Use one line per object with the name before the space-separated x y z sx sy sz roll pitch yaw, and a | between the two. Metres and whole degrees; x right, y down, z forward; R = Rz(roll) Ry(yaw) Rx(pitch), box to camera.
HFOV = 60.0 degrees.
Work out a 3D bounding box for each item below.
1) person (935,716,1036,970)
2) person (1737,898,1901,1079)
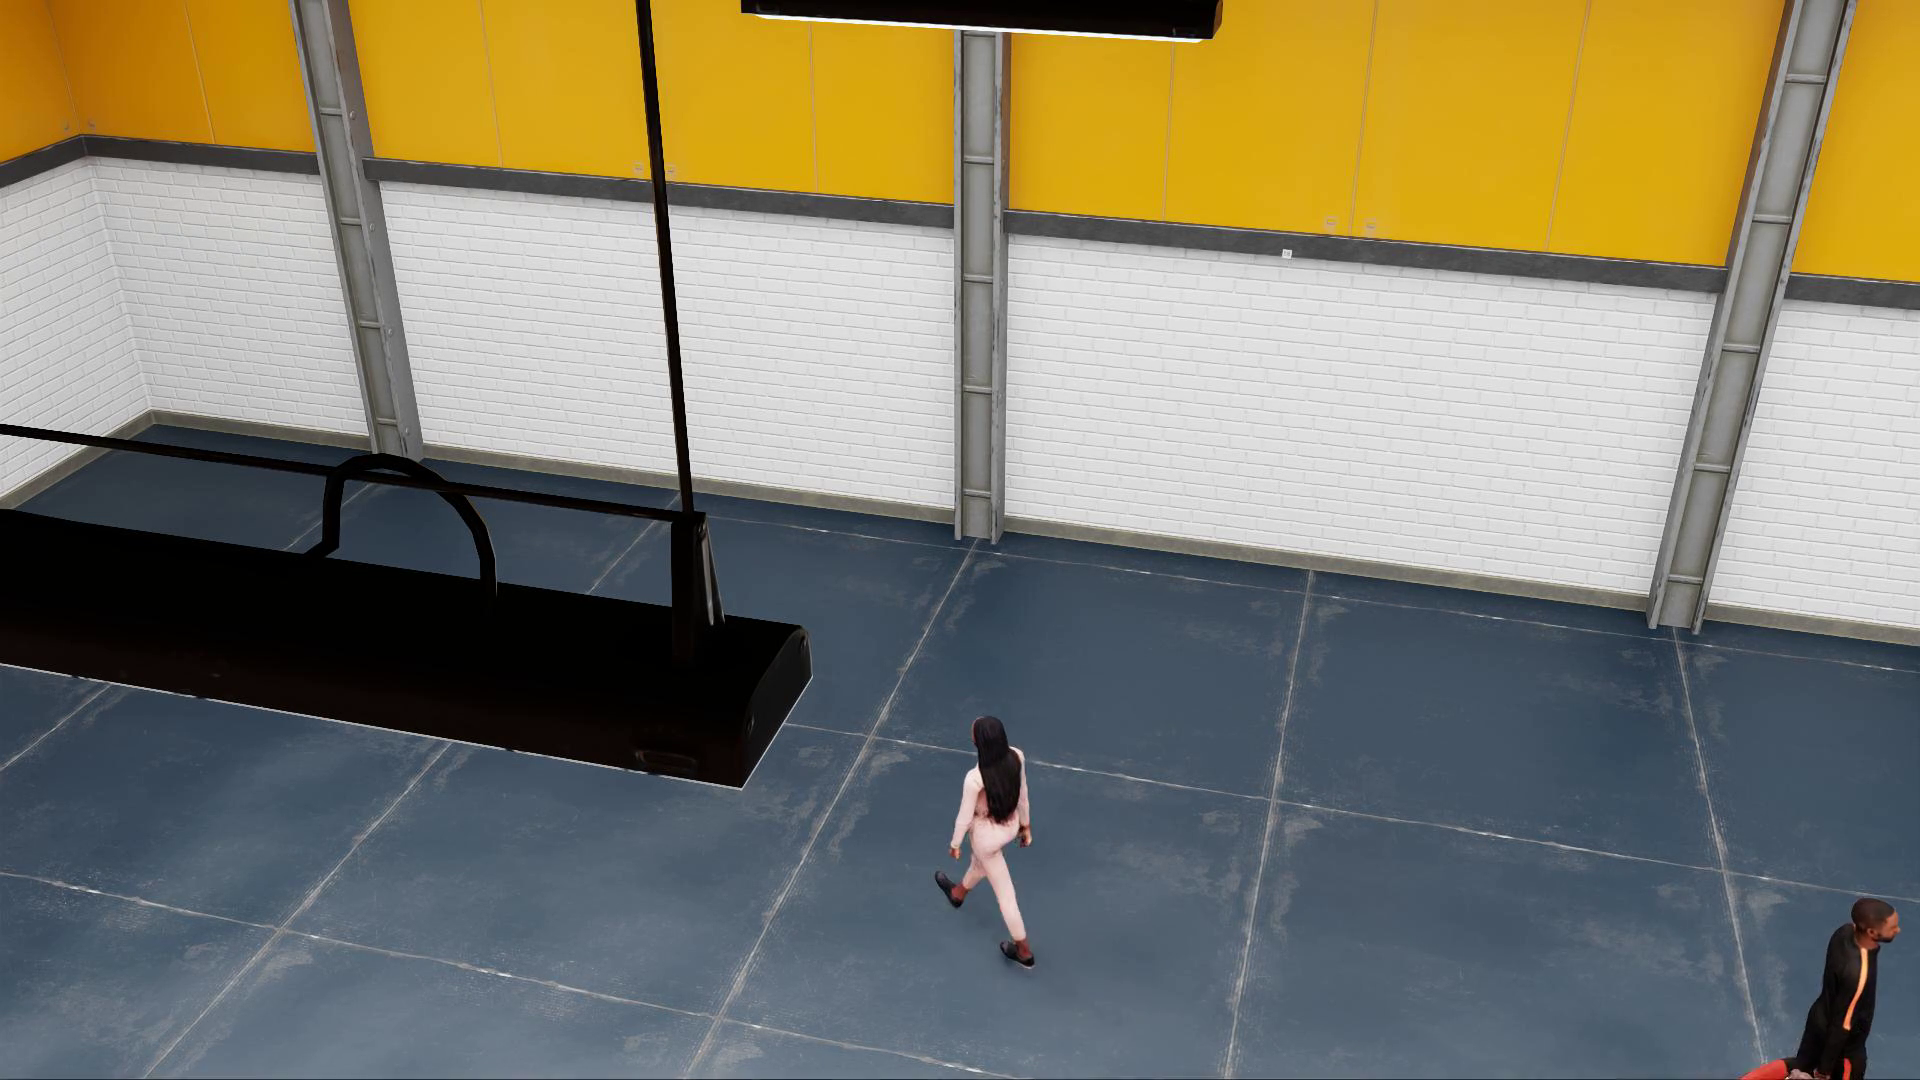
person | 0.267 1.862 10.055 1.246 1.667 1.009 25 37 38
person | 4.456 2.549 8.672 1.065 1.785 0.619 8 30 14
